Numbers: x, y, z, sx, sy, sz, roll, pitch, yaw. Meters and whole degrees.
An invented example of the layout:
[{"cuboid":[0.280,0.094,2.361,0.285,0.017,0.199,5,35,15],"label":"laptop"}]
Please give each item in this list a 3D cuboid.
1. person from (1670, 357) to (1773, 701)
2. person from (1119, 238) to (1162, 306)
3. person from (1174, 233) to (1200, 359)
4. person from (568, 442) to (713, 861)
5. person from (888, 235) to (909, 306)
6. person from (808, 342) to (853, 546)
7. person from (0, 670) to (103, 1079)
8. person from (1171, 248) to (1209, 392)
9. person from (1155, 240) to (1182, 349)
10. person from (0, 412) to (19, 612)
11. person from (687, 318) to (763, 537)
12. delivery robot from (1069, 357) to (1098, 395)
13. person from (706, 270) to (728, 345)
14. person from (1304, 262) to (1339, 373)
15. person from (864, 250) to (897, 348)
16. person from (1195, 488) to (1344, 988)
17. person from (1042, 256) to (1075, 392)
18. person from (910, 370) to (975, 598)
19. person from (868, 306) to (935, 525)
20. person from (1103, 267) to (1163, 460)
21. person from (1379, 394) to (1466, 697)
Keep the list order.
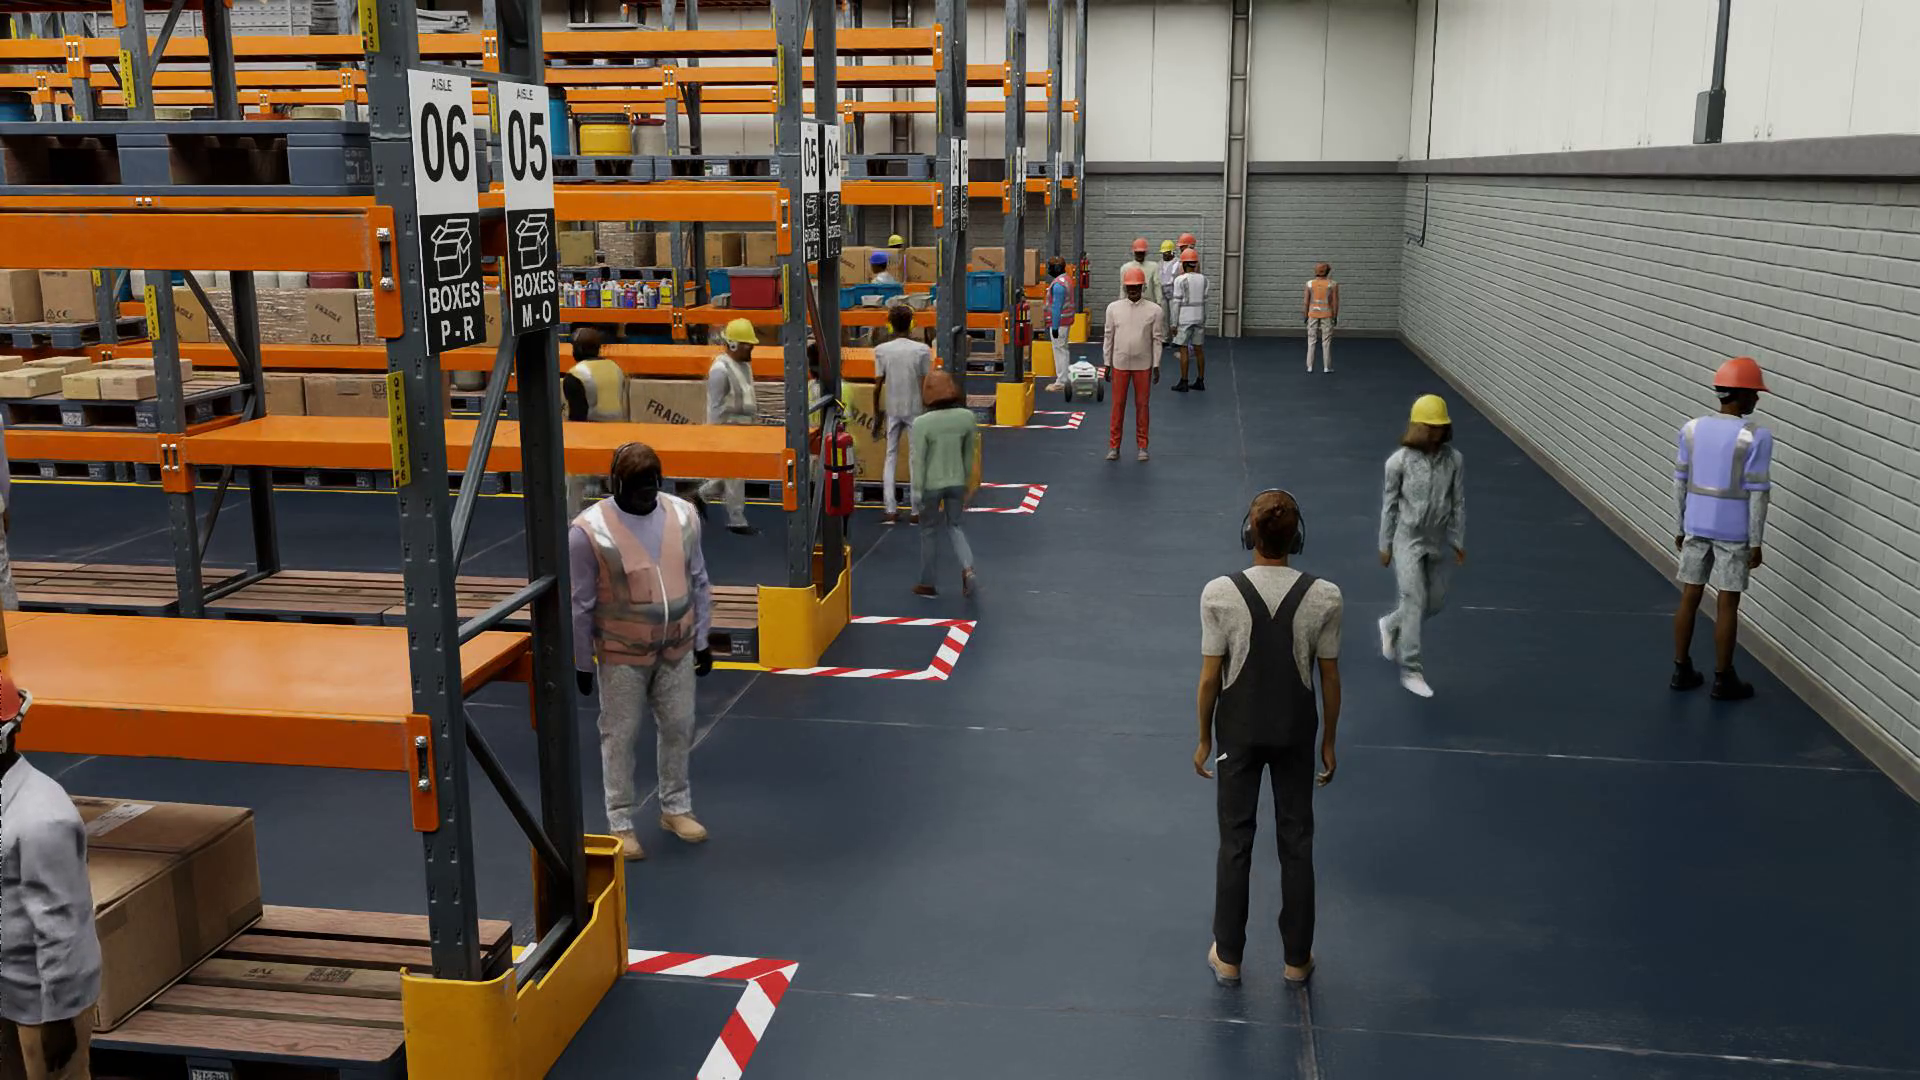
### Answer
[{"cuboid":[4.301,-0.064,9.404,0.375,1.934,0.547,-8,15,-33],"label":"person"},{"cuboid":[2.725,-3.584,25.204,0.643,1.972,0.815,-2,13,-10],"label":"person"},{"cuboid":[3.625,-3.887,26.550,0.406,1.986,0.613,-1,13,-5],"label":"person"},{"cuboid":[-1.382,0.475,7.212,0.640,1.833,0.432,-10,16,-37],"label":"person"},{"cuboid":[-1.030,-4.113,27.726,0.588,1.918,0.385,-11,17,-41],"label":"person"},{"cuboid":[-1.080,-0.663,12.676,0.552,1.672,0.515,8,15,32],"label":"person"},{"cuboid":[-2.473,1.152,4.355,0.567,1.740,0.361,9,15,35],"label":"person"},{"cuboid":[3.107,-2.986,22.616,0.545,1.927,0.404,-7,14,-29],"label":"person"},{"cuboid":[3.523,-4.132,28.039,0.404,1.819,0.598,-12,17,-43],"label":"person"},{"cuboid":[-5.906,-0.161,9.832,0.401,1.938,0.602,7,14,29],"label":"person"},{"cuboid":[-1.925,-0.914,13.560,0.662,1.799,0.609,3,13,13],"label":"person"},{"cuboid":[1.612,-2.156,21.772,0.477,0.478,0.707,0,13,0],"label":"delivery robot"},{"cuboid":[-3.361,-2.918,22.991,0.390,1.620,0.538,4,13,19],"label":"person"},{"cuboid":[5.339,-3.286,24.621,0.513,1.639,0.313,6,14,24],"label":"person"},{"cuboid":[-1.044,-2.872,22.075,0.437,1.933,0.644,5,13,21],"label":"person"},{"cuboid":[1.111,0.726,6.037,0.508,1.844,0.332,2,13,7],"label":"person"},{"cuboid":[1.331,-2.932,22.596,0.431,1.835,0.618,3,13,13],"label":"person"},{"cuboid":[-0.113,-0.368,11.477,0.521,1.616,0.561,-7,14,-29],"label":"person"},{"cuboid":[-0.433,-1.026,13.964,0.674,1.852,0.413,2,13,11],"label":"person"},{"cuboid":[1.776,-1.814,17.166,0.609,1.995,0.376,2,13,7],"label":"person"},{"cuboid":[2.628,-0.005,9.624,0.489,1.721,0.649,-4,13,-19],"label":"person"}]
